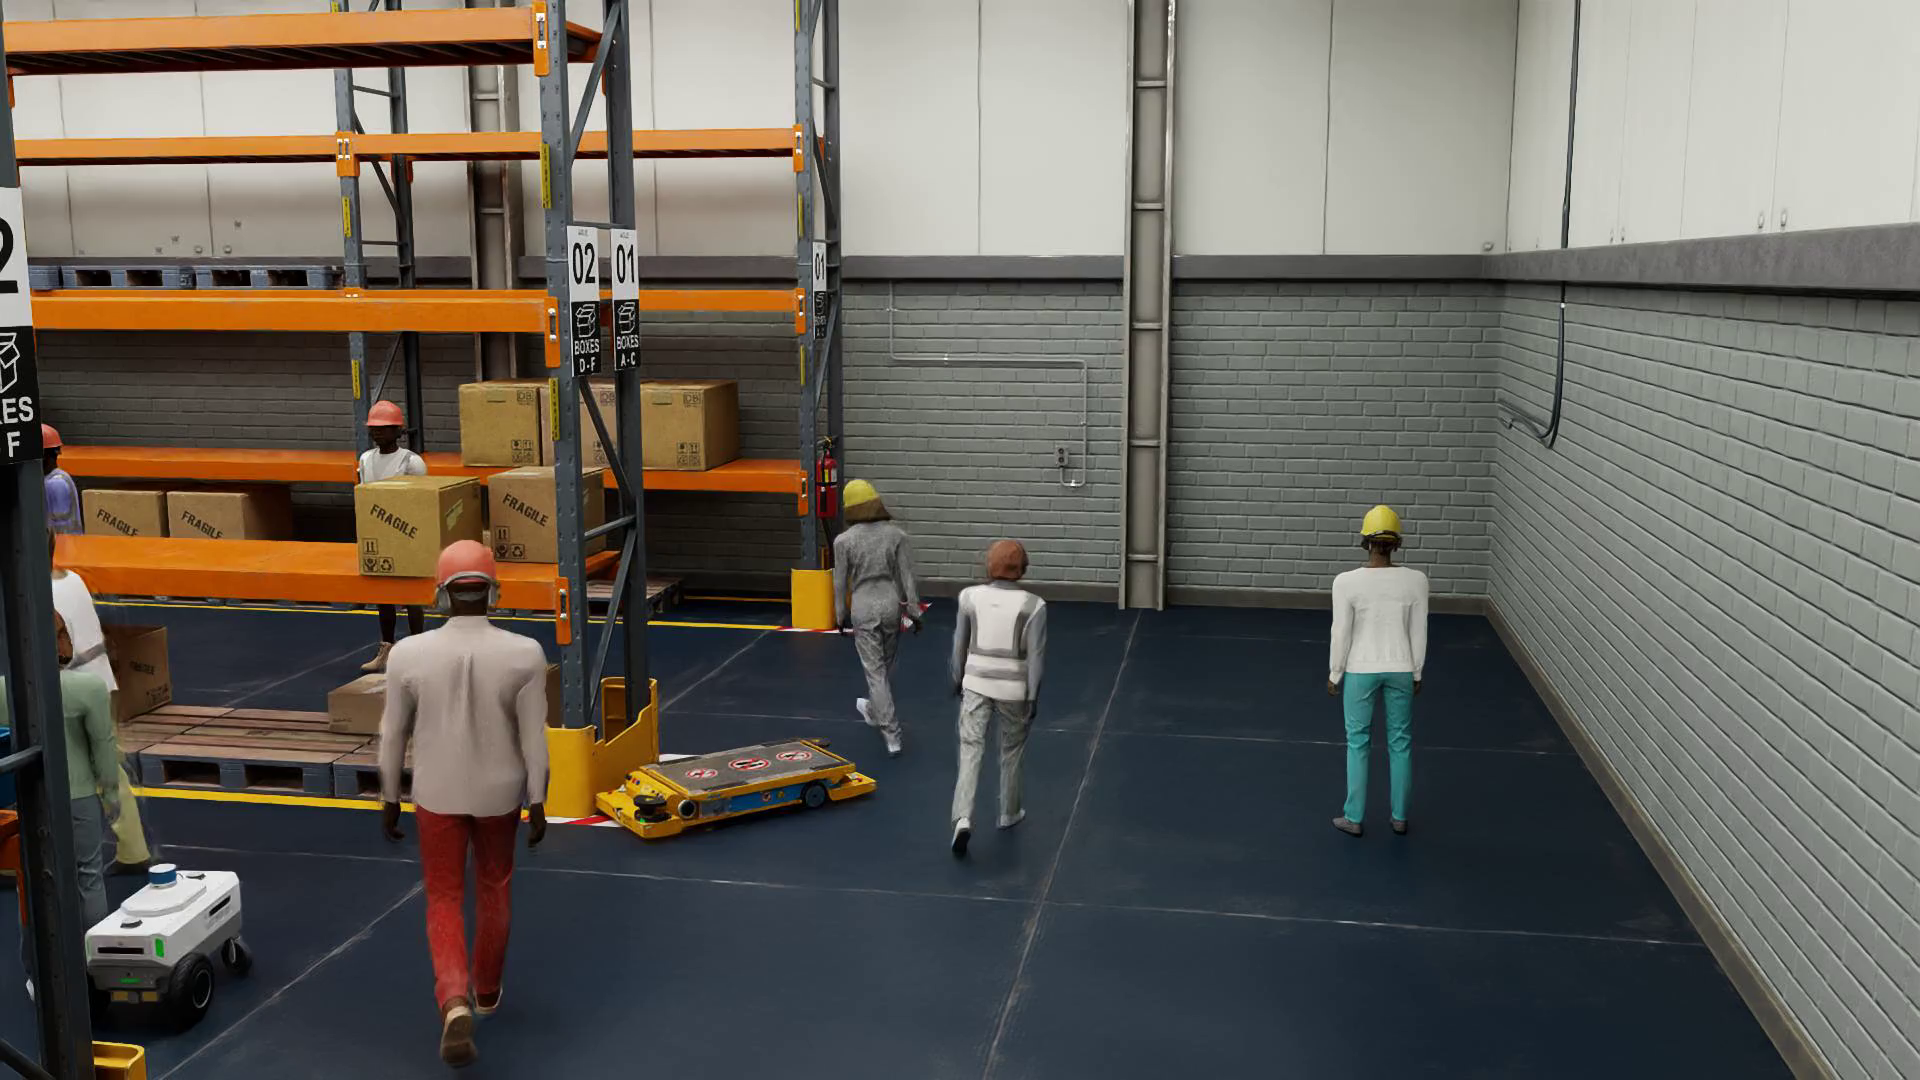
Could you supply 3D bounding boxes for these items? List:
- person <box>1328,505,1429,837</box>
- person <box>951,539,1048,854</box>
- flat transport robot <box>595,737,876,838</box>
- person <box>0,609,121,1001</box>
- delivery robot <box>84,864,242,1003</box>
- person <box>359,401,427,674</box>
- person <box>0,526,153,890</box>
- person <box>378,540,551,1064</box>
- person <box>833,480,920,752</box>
[{"bbox_3d":[2.205,0.698,8.807,0.523,1.769,0.313,-1,9,-4],"label":"person"},{"bbox_3d":[0.164,0.800,8.661,0.554,1.606,0.799,3,10,17],"label":"person"},{"bbox_3d":[-1.245,1.361,9.312,1.431,0.197,0.652,-6,11,-34],"label":"flat transport robot"},{"bbox_3d":[-3.741,1.078,6.858,0.507,1.632,0.268,-3,10,-20],"label":"person"},{"bbox_3d":[-3.257,1.574,6.827,0.477,0.478,0.707,0,9,2],"label":"delivery robot"},{"bbox_3d":[-4.213,-0.006,12.305,0.607,2.048,0.365,4,10,23],"label":"person"},{"bbox_3d":[-4.417,0.801,8.035,0.914,1.810,0.566,0,9,-3],"label":"person"},{"bbox_3d":[-1.894,0.995,6.389,0.653,1.958,0.884,-3,10,-17],"label":"person"},{"bbox_3d":[-0.537,0.463,10.531,0.539,1.671,0.932,-3,10,-19],"label":"person"}]
